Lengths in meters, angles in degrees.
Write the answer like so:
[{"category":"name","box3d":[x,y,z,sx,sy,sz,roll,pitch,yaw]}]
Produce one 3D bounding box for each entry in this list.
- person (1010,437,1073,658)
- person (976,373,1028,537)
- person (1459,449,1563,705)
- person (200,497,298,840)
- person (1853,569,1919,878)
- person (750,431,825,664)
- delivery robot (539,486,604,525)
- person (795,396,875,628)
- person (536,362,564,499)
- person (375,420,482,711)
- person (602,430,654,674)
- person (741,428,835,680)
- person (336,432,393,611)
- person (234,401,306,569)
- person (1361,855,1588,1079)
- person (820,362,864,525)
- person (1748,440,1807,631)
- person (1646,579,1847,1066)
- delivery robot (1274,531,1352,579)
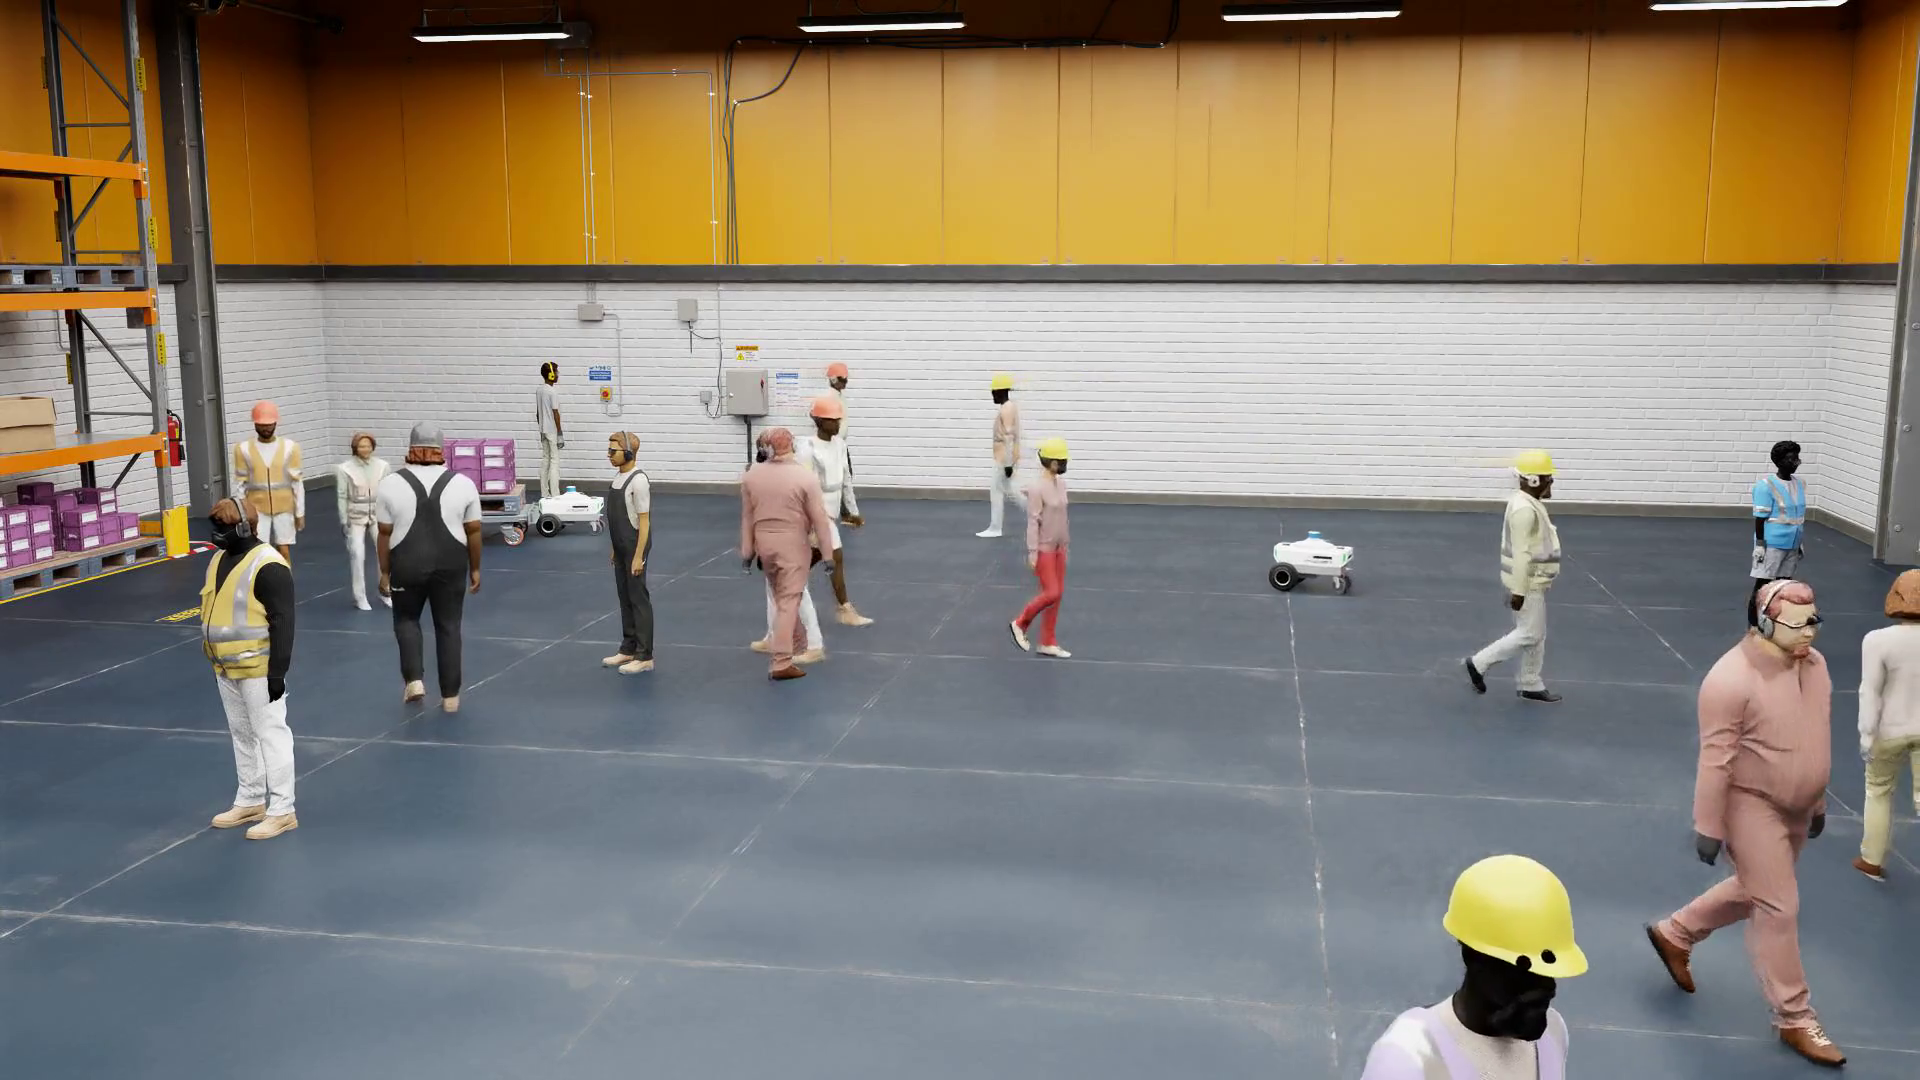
[{"category":"person","box3d":[0.681,0.063,13.052,0.428,1.750,0.544,6,11,32]},{"category":"person","box3d":[0.586,-0.960,18.959,0.735,1.901,0.615,1,9,3]},{"category":"person","box3d":[3.909,0.262,11.643,0.628,1.814,0.598,3,10,19]},{"category":"person","box3d":[-3.837,0.682,8.955,0.633,1.841,0.428,7,11,36]},{"category":"person","box3d":[4.613,0.944,8.054,0.503,1.612,0.744,2,9,10]},{"category":"person","box3d":[-1.363,0.052,13.035,0.693,1.807,0.651,2,9,10]},{"category":"delivery robot","box3d":[-4.485,-0.377,19.214,0.707,0.478,0.477,-1,9,-4]},{"category":"person","box3d":[-1.222,-0.264,14.394,1.068,1.995,0.627,5,10,28]},{"category":"person","box3d":[-5.320,-1.384,21.686,0.328,1.872,0.514,-9,13,-43]},{"category":"person","box3d":[-3.670,0.166,11.536,0.703,2.000,0.540,-4,10,-21]},{"category":"person","box3d":[-2.519,0.089,12.624,0.345,1.846,0.507,-6,11,-34]},{"category":"person","box3d":[-1.260,0.078,12.641,0.690,1.853,0.955,4,10,26]},{"category":"person","box3d":[-5.262,-0.150,14.798,0.521,1.619,0.586,-7,11,-36]},{"category":"person","box3d":[-6.045,-0.266,14.601,0.561,1.917,0.481,-4,10,-22]},{"category":"person","box3d":[0.993,1.539,3.473,0.604,1.902,0.833,-6,11,-32]},{"category":"person","box3d":[-1.586,-1.156,19.981,0.849,1.963,0.628,3,10,20]},{"category":"person","box3d":[6.586,0.041,13.375,0.541,1.695,0.315,-4,10,-24]},{"category":"person","box3d":[3.147,1.048,6.613,0.669,1.872,0.880,-5,11,-30]},{"category":"delivery robot","box3d":[3.370,0.162,15.869,0.707,0.478,0.477,4,10,23]}]
